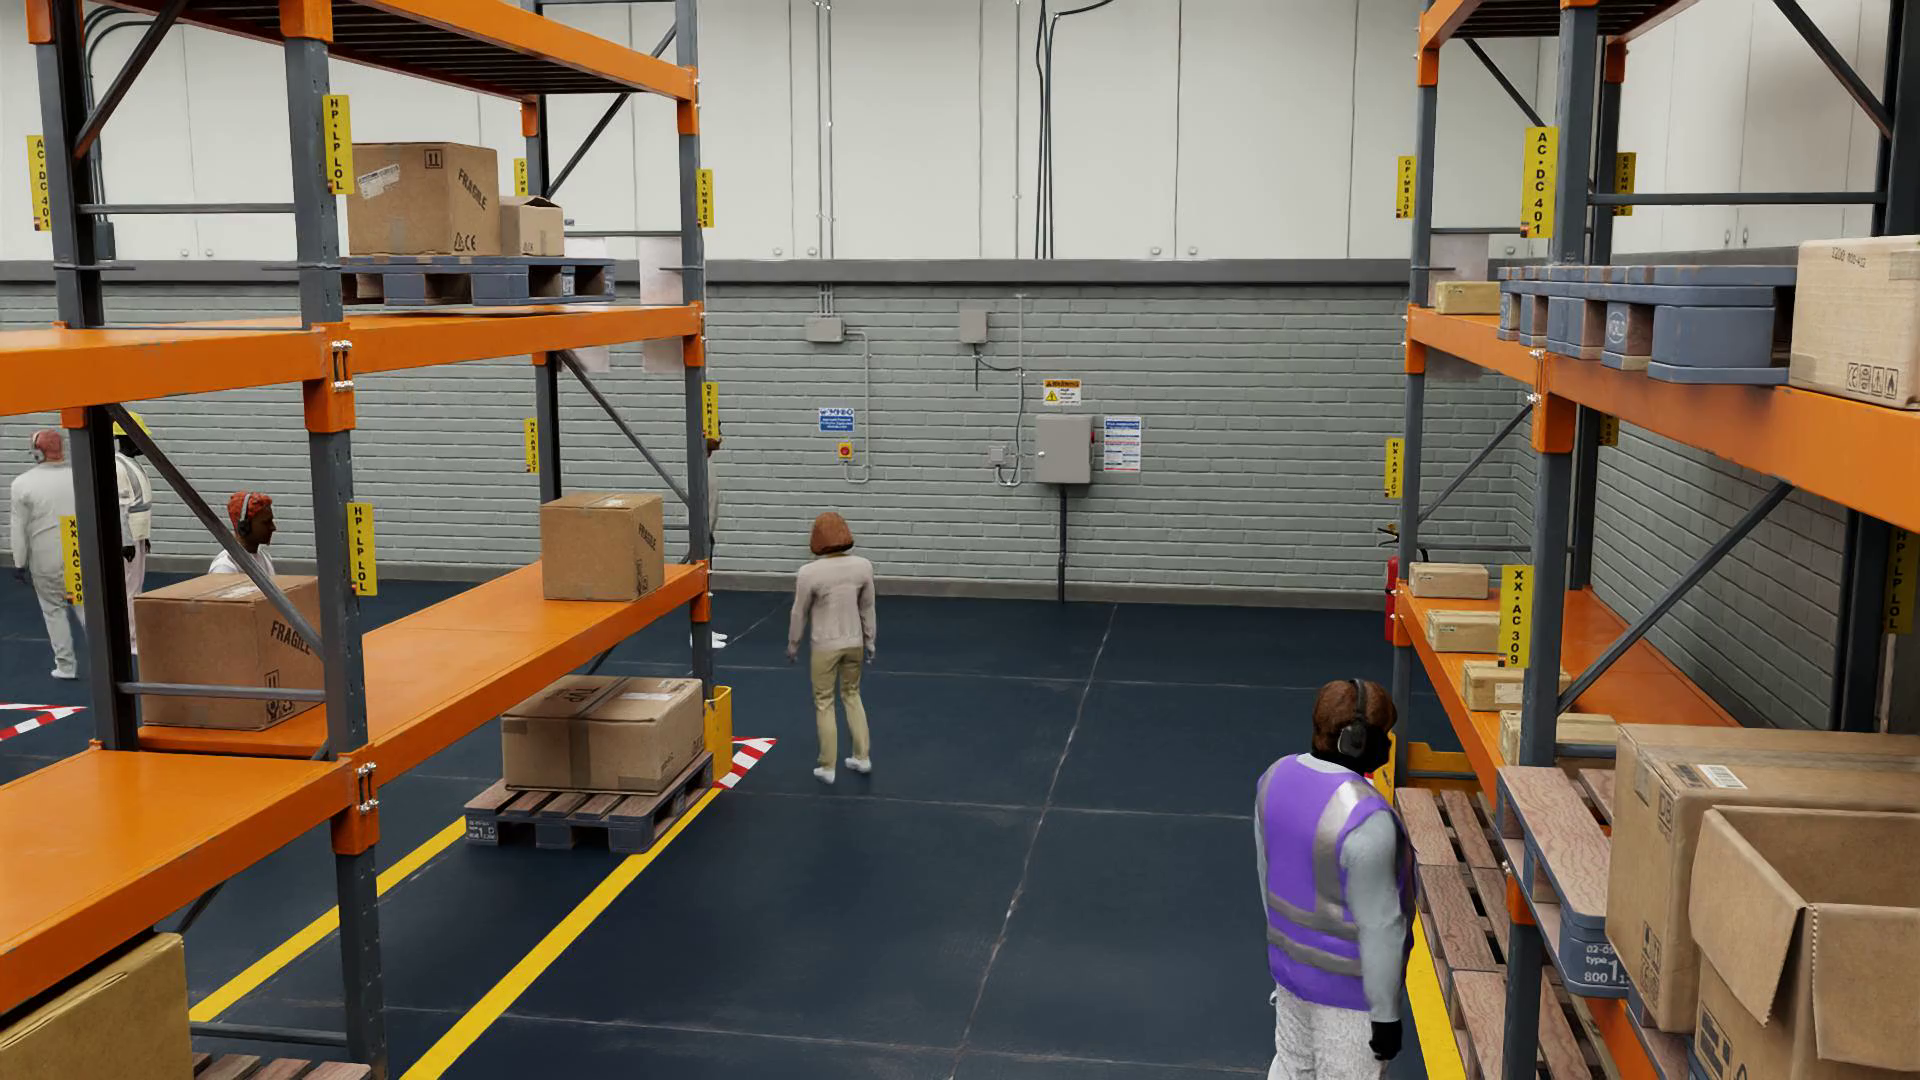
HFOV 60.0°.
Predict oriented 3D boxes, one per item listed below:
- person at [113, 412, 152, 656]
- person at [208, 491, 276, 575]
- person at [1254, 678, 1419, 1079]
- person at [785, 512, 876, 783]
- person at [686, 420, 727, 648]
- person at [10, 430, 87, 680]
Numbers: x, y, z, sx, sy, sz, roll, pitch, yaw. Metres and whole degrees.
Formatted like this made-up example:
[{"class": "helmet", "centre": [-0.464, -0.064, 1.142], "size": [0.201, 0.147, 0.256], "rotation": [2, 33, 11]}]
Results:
[{"class": "person", "centre": [-6.539, -0.052, 13.162], "size": [0.372, 1.928, 0.584], "rotation": [-3, 10, -16]}, {"class": "person", "centre": [-3.756, 0.675, 8.842], "size": [0.358, 1.880, 0.575], "rotation": [0, 9, -1]}, {"class": "person", "centre": [1.141, 1.318, 5.001], "size": [0.430, 1.838, 0.619], "rotation": [-3, 10, -20]}, {"class": "person", "centre": [-0.761, 0.637, 9.859], "size": [0.514, 1.623, 0.371], "rotation": [-7, 12, -37]}, {"class": "person", "centre": [-2.052, -0.068, 13.442], "size": [0.319, 1.870, 0.521], "rotation": [-1, 9, -4]}, {"class": "person", "centre": [-6.600, 0.123, 12.246], "size": [0.495, 1.878, 0.650], "rotation": [8, 12, 42]}]
